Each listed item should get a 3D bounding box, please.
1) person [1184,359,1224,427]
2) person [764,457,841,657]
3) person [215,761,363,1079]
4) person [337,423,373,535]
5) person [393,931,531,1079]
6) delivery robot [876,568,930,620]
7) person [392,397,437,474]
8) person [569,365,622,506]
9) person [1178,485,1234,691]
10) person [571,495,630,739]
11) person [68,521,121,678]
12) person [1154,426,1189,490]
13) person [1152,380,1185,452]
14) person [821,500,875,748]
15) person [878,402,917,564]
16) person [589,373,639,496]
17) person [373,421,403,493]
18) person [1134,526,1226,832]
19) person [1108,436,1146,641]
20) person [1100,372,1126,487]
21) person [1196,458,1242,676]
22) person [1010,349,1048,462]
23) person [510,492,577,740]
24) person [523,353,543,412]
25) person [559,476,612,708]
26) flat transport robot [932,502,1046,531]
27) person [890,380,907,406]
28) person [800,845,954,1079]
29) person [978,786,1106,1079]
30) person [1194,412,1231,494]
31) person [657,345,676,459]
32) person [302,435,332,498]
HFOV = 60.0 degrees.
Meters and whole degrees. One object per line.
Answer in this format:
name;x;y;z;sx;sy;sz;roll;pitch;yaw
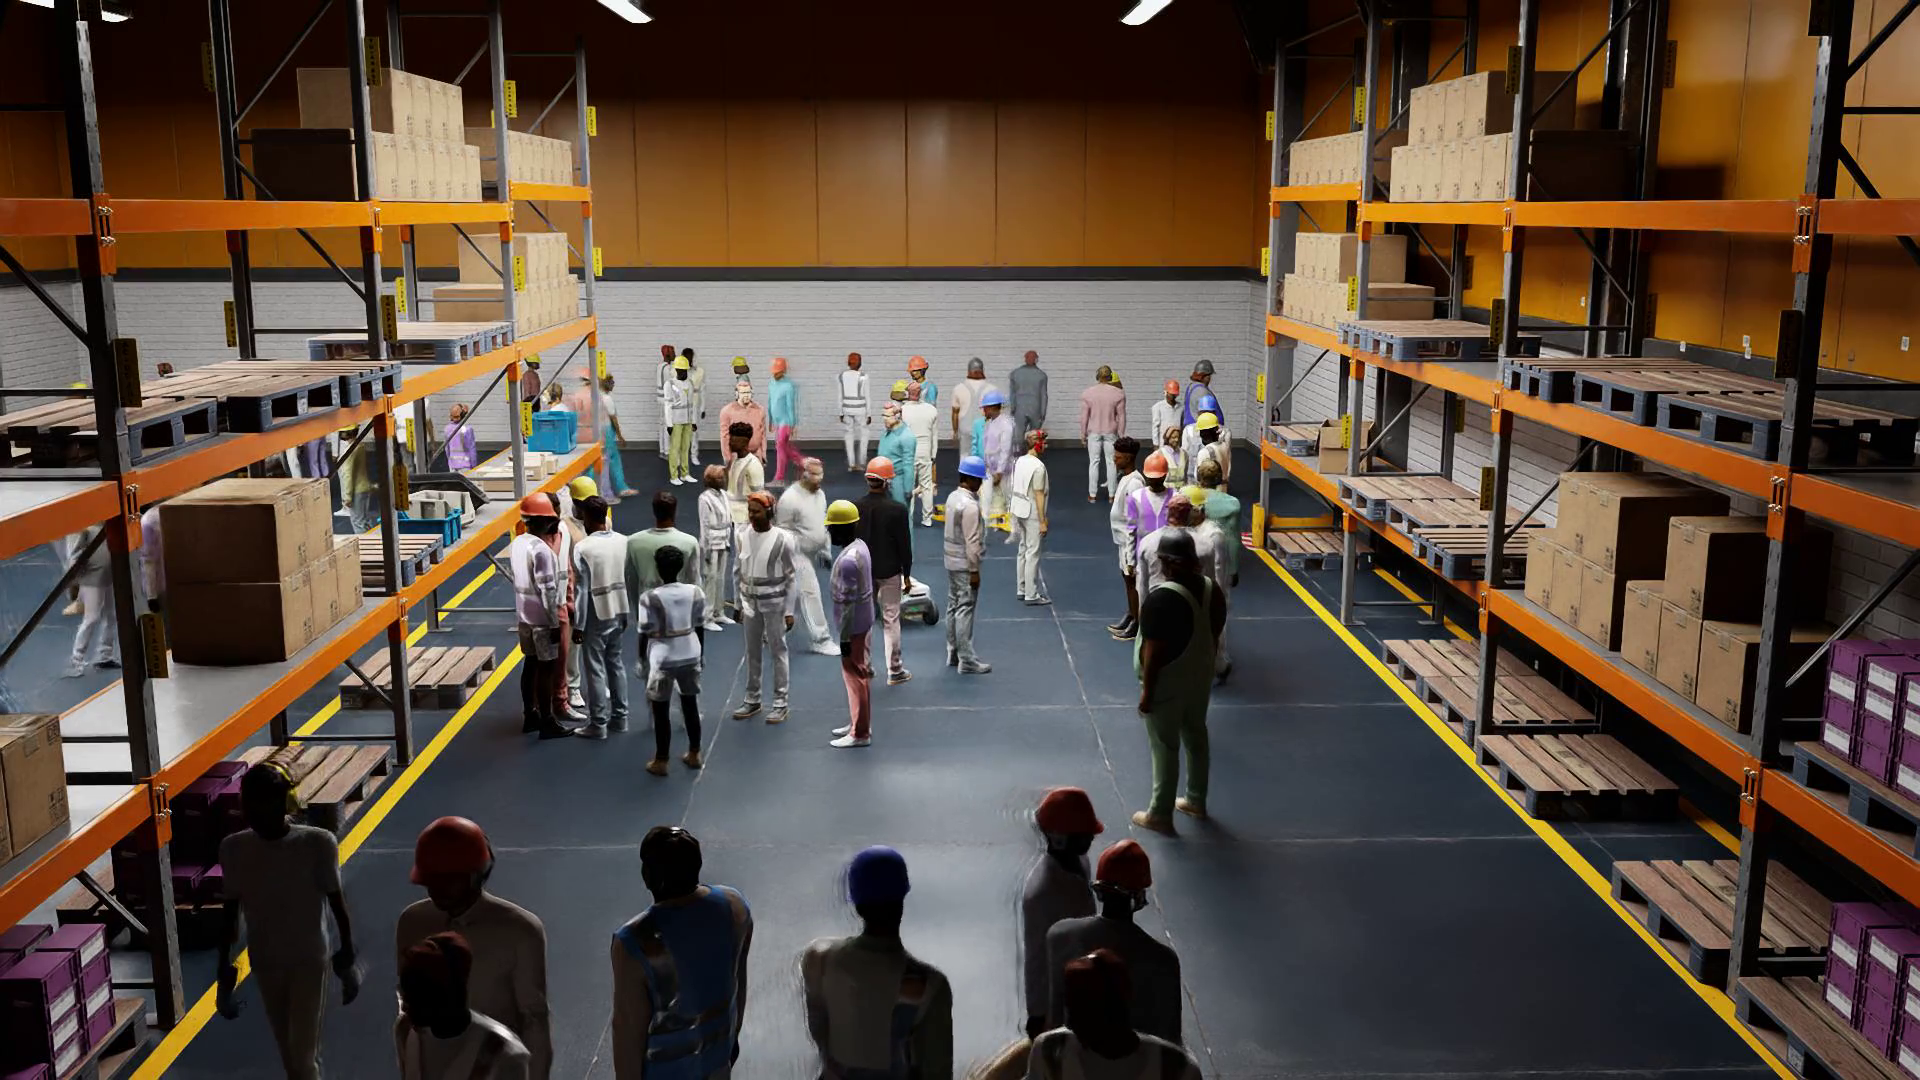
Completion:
person;3.400;-1.499;23.150;0.538;2.000;0.684;-2;12;-12
person;-1.507;0.132;15.487;1.039;1.852;0.645;5;12;22
person;-2.840;1.829;6.942;0.554;1.848;0.805;0;11;1
person;-6.955;-0.552;19.109;0.341;1.760;0.525;0;11;-1
person;-1.584;2.135;5.359;0.581;1.876;0.371;8;14;33
delivery robot;-0.594;0.514;16.559;0.477;0.478;0.707;-7;13;-30
person;-7.511;-1.325;22.832;0.621;1.821;0.453;-2;11;-9
person;-5.109;-1.426;22.961;0.633;1.971;0.839;9;14;37
person;2.015;0.432;14.078;0.449;1.805;0.597;-5;12;-24
person;-2.787;0.597;12.988;0.413;1.906;0.600;6;13;27
person;-7.645;0.333;14.784;0.371;1.713;0.665;3;12;15
person;2.415;-0.496;19.128;0.513;1.641;0.309;-7;13;-30
person;2.928;-1.366;23.220;0.561;1.745;0.339;-6;13;-30
person;-0.858;0.637;12.762;0.395;1.919;0.584;1;11;4
person;-0.760;-0.650;19.255;0.403;1.901;0.643;-6;13;-28
person;-5.037;-1.468;23.593;0.917;1.815;0.516;-6;13;-29
person;-7.997;-1.527;23.533;0.473;1.954;0.635;-10;15;-41
person;1.410;0.906;11.091;0.688;2.000;0.536;-9;15;-39
person;1.614;-0.019;15.911;0.363;1.963;0.612;0;11;-1
person;2.245;-1.615;24.516;0.321;1.731;0.489;-6;13;-28
person;2.175;0.238;14.695;0.629;1.940;0.379;6;13;26
person;1.085;-2.097;26.532;0.644;1.887;0.765;3;12;14
person;-3.268;0.585;12.962;0.358;1.937;0.544;-10;15;-41
person;-7.040;-2.219;27.485;0.339;1.760;0.531;2;11;9
person;-3.105;0.418;13.823;0.374;1.924;0.594;11;16;44
flat transport robot;0.354;-0.336;21.772;1.431;0.197;0.652;9;14;37
person;-0.833;-1.362;23.211;0.312;1.744;0.487;0;11;0
person;-0.288;2.010;5.861;0.632;1.914;0.645;5;12;24
person;0.382;1.859;7.113;0.800;1.728;0.568;4;12;18
person;2.706;-0.428;18.079;0.372;1.922;0.585;7;13;32
person;-4.815;-2.272;27.416;0.337;1.882;0.585;-5;12;-25
person;-9.140;-1.421;23.468;0.334;1.761;0.529;2;12;12
